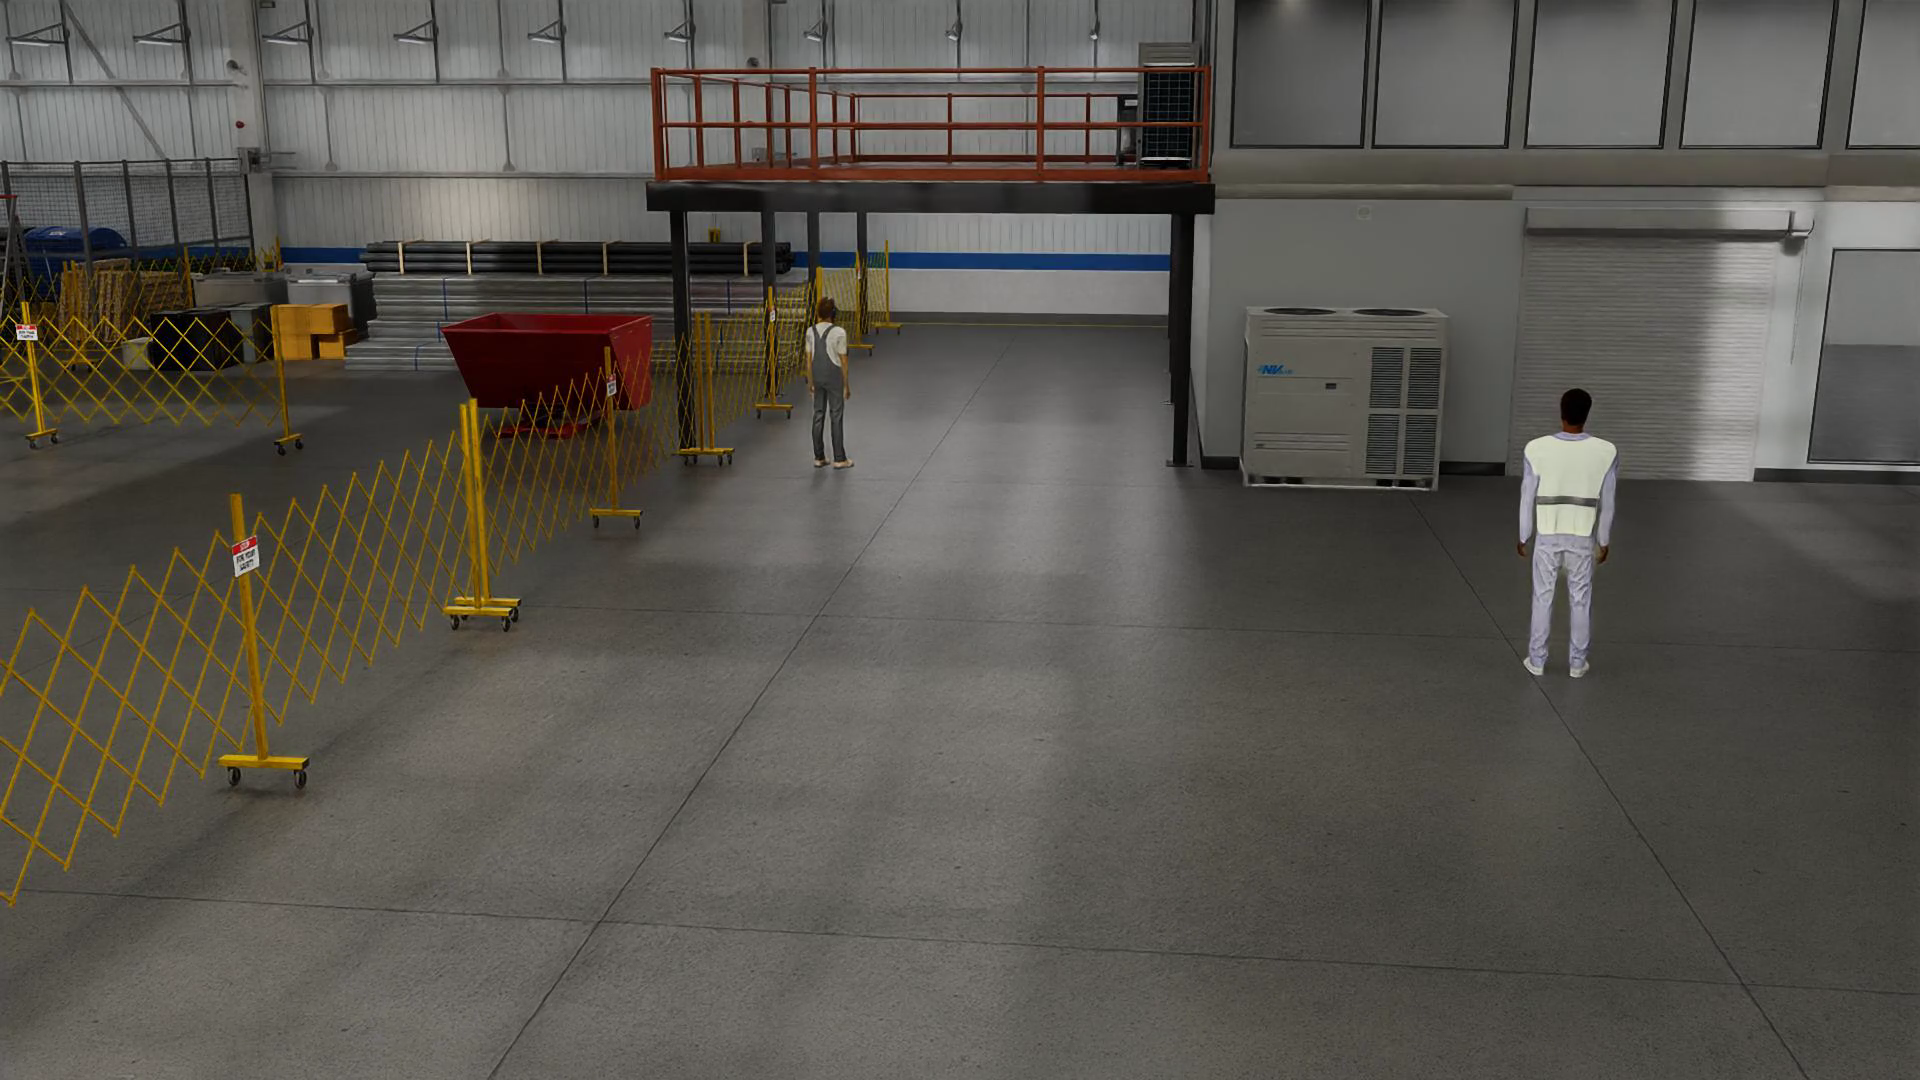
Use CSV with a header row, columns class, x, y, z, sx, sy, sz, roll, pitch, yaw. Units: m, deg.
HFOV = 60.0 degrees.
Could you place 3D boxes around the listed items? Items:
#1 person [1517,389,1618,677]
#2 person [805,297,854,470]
class,x,y,z,sx,sy,sz,roll,pitch,yaw
person,3.974,-0.037,10.944,0.590,1.919,0.396,4,14,16
person,-1.405,-1.674,17.789,0.506,1.847,0.346,7,15,26
